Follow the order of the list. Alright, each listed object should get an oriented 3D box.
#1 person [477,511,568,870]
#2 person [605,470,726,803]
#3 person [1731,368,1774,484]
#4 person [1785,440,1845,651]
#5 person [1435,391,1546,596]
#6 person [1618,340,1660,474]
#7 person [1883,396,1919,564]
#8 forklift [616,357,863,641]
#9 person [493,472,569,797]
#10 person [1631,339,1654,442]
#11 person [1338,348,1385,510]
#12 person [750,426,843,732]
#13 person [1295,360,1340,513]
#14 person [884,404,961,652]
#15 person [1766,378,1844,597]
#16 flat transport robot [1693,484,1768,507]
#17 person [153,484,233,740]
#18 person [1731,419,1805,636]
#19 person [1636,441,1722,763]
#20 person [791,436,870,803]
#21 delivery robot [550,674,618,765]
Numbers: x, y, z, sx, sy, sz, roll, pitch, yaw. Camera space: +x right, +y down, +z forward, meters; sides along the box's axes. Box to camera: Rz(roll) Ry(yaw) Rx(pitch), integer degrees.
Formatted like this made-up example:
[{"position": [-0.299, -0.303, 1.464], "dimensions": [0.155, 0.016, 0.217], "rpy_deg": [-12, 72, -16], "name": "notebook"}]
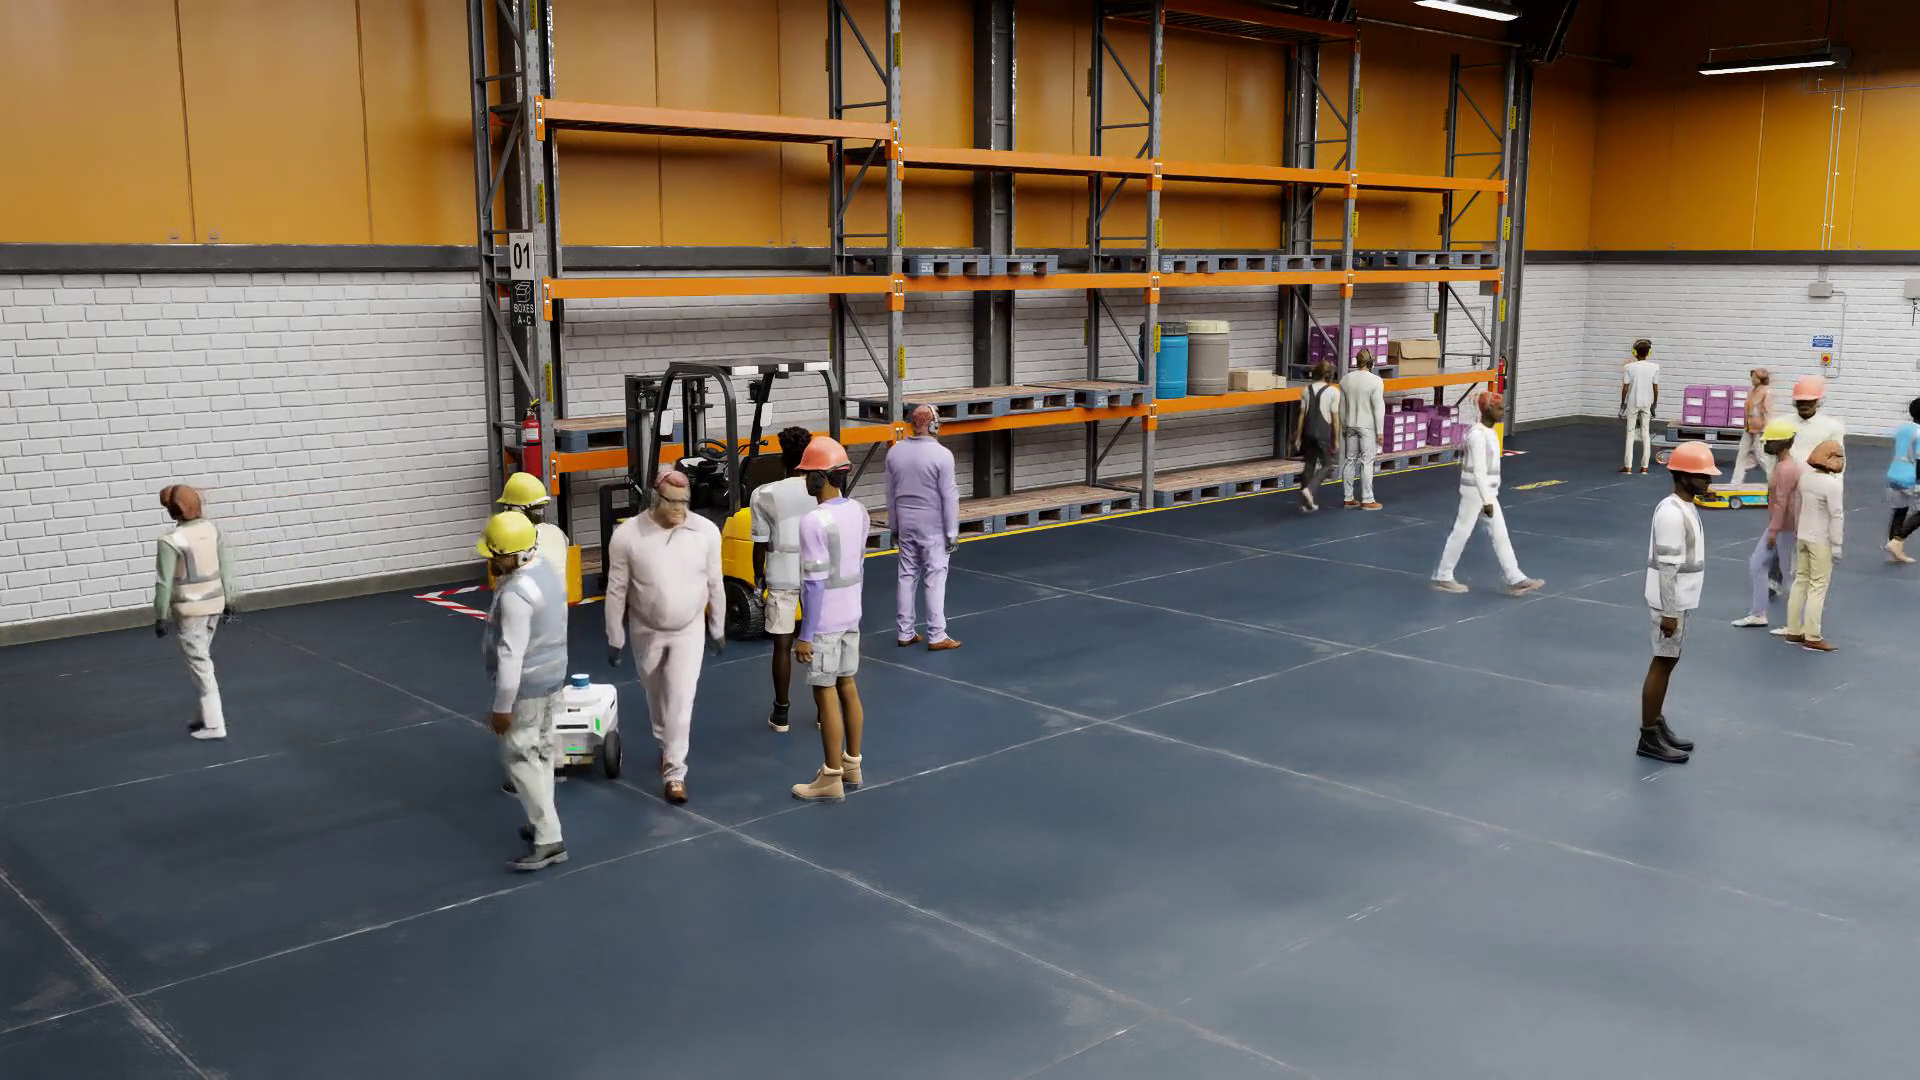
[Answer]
[{"position": [-2.172, 0.732, 8.326], "dimensions": [0.425, 1.795, 0.676], "rpy_deg": [1, 10, 4], "name": "person"}, {"position": [-1.669, 0.513, 9.470], "dimensions": [0.673, 1.845, 0.978], "rpy_deg": [-2, 10, -11], "name": "person"}, {"position": [10.250, -1.407, 21.365], "dimensions": [0.714, 1.617, 0.531], "rpy_deg": [-1, 10, -4], "name": "person"}, {"position": [6.636, 0.036, 12.863], "dimensions": [0.268, 1.631, 0.507], "rpy_deg": [-1, 10, -6], "name": "person"}, {"position": [4.714, -0.397, 14.801], "dimensions": [0.971, 1.828, 0.604], "rpy_deg": [6, 11, 32], "name": "person"}, {"position": [9.469, -1.854, 23.222], "dimensions": [0.515, 1.876, 0.328], "rpy_deg": [1, 10, 5], "name": "person"}, {"position": [9.312, -0.575, 16.297], "dimensions": [0.386, 1.679, 0.524], "rpy_deg": [0, 10, -2], "name": "person"}, {"position": [-1.847, -0.414, 13.852], "dimensions": [1.214, 2.155, 2.313], "rpy_deg": [-9, 13, -42], "name": "forklift"}, {"position": [-2.422, 0.530, 9.385], "dimensions": [0.403, 1.833, 0.591], "rpy_deg": [2, 10, 10], "name": "person"}, {"position": [11.128, -2.433, 27.158], "dimensions": [0.544, 1.678, 0.374], "rpy_deg": [-6, 12, -33], "name": "person"}, {"position": [4.817, -1.324, 19.932], "dimensions": [0.373, 1.940, 0.628], "rpy_deg": [-8, 13, -40], "name": "person"}, {"position": [-1.034, 0.250, 10.633], "dimensions": [0.607, 1.966, 0.366], "rpy_deg": [-2, 10, -9], "name": "person"}, {"position": [4.167, -1.199, 19.525], "dimensions": [0.517, 1.825, 0.593], "rpy_deg": [-9, 13, -43], "name": "person"}, {"position": [-0.263, -0.098, 12.855], "dimensions": [0.652, 1.904, 0.403], "rpy_deg": [7, 12, 36], "name": "person"}, {"position": [7.458, -0.451, 14.751], "dimensions": [0.643, 1.941, 1.007], "rpy_deg": [7, 12, 37], "name": "person"}, {"position": [9.597, -0.548, 20.264], "dimensions": [1.431, 0.197, 0.652], "rpy_deg": [-1, 10, -4], "name": "flat transport robot"}, {"position": [-4.851, 0.453, 10.447], "dimensions": [0.563, 1.620, 0.549], "rpy_deg": [3, 10, 16], "name": "person"}, {"position": [6.499, -0.097, 13.298], "dimensions": [0.663, 1.740, 0.539], "rpy_deg": [3, 10, 19], "name": "person"}, {"position": [4.344, 0.365, 10.047], "dimensions": [0.373, 1.934, 0.551], "rpy_deg": [6, 11, 30], "name": "person"}, {"position": [-0.744, 0.441, 9.288], "dimensions": [0.374, 2.043, 0.614], "rpy_deg": [4, 11, 23], "name": "person"}, {"position": [-2.245, 1.039, 9.865], "dimensions": [0.477, 0.478, 0.707], "rpy_deg": [-1, 10, -4], "name": "delivery robot"}]
